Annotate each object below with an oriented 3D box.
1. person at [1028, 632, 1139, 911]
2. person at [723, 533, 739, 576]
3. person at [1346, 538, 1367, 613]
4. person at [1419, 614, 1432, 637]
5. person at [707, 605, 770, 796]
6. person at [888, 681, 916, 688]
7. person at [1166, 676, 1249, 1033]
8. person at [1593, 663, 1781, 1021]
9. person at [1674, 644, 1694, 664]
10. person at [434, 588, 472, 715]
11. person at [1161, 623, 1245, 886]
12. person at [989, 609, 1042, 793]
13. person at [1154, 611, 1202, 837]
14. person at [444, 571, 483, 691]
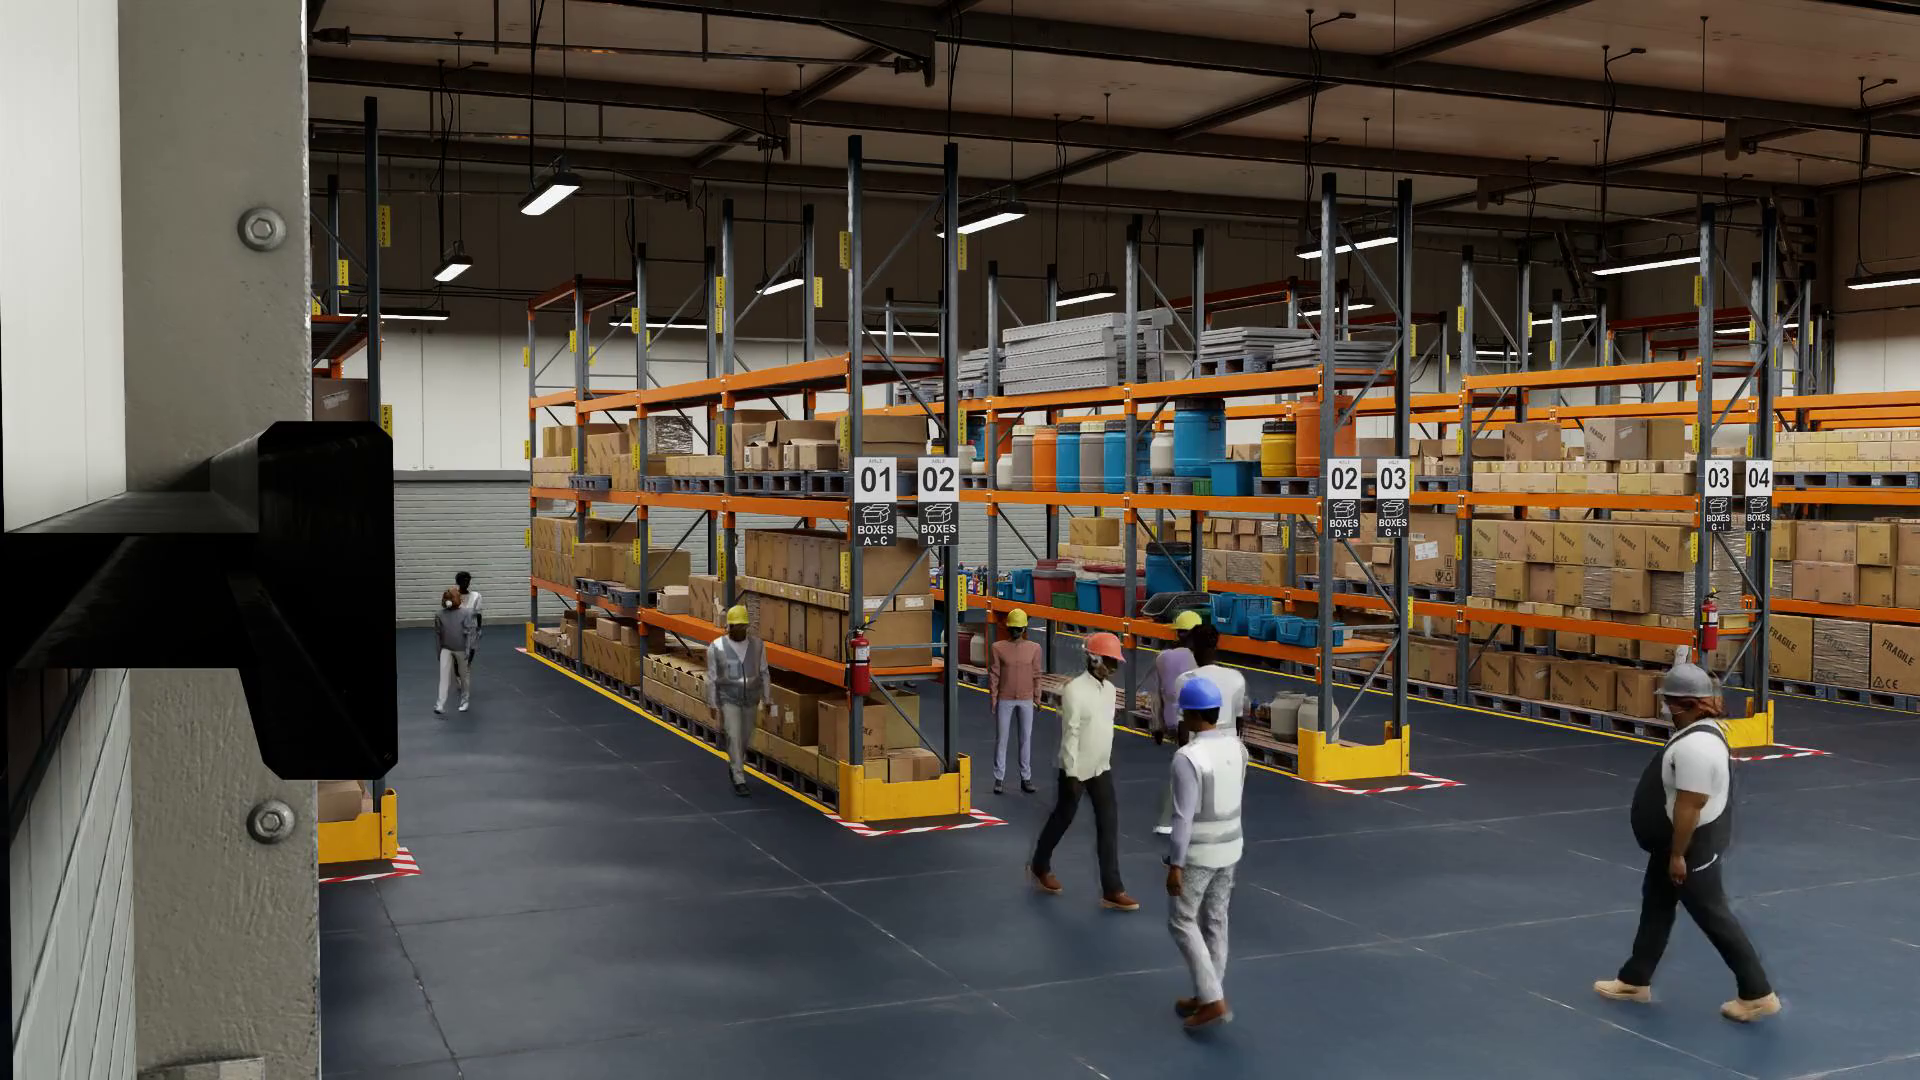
[{"bbox_3d":[0.862,1.616,12.841,1.011,1.942,0.631,2,3,45],"label":"person"},{"bbox_3d":[-4.503,0.788,35.362,0.315,1.860,0.508,-2,3,-37],"label":"person"},{"bbox_3d":[7.141,0.897,32.357,0.531,1.886,1.015,0,2,-6],"label":"person"},{"bbox_3d":[7.873,0.934,31.109,0.660,1.886,1.006,-1,2,-25],"label":"person"},{"bbox_3d":[-2.140,1.510,17.280,0.599,1.804,0.836,-1,2,-25],"label":"person"},{"bbox_3d":[-0.828,1.214,25.418,0.524,1.769,0.308,-1,2,-27],"label":"person"},{"bbox_3d":[1.349,1.721,9.925,0.449,1.944,0.623,2,3,45],"label":"person"},{"bbox_3d":[4.169,1.683,10.181,0.997,2.000,0.685,1,2,24],"label":"person"},{"bbox_3d":[9.960,1.194,24.426,0.586,1.882,0.340,-1,2,-25],"label":"person"},{"bbox_3d":[-6.419,1.407,22.674,0.501,1.586,0.859,0,2,-1],"label":"person"},{"bbox_3d":[1.825,1.587,13.525,0.612,1.931,0.875,-1,2,-18],"label":"person"},{"bbox_3d":[0.535,1.534,17.161,0.522,1.761,0.327,0,2,-9],"label":"person"},{"bbox_3d":[1.981,1.546,15.236,0.970,1.873,0.615,-2,3,-40],"label":"person"},{"bbox_3d":[-7.055,1.260,25.353,0.541,1.675,0.665,-1,3,-30],"label":"person"}]
